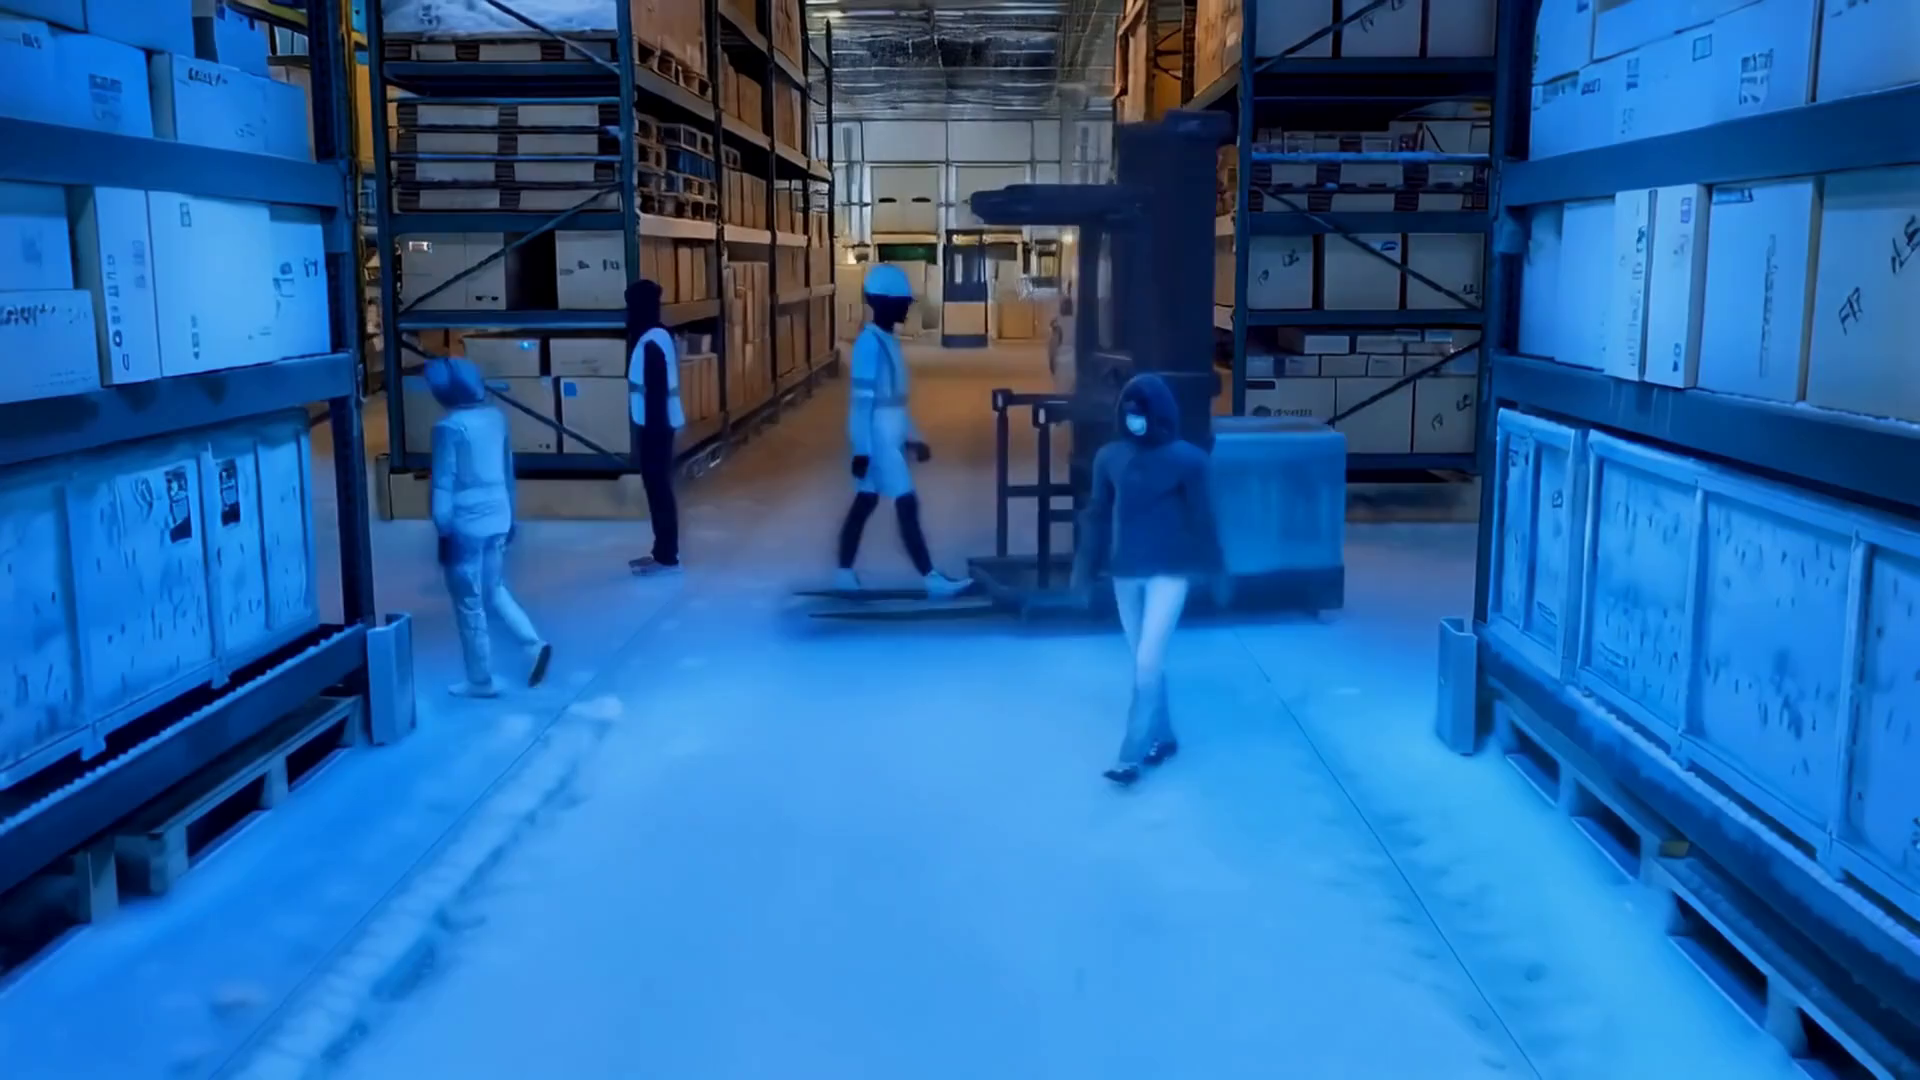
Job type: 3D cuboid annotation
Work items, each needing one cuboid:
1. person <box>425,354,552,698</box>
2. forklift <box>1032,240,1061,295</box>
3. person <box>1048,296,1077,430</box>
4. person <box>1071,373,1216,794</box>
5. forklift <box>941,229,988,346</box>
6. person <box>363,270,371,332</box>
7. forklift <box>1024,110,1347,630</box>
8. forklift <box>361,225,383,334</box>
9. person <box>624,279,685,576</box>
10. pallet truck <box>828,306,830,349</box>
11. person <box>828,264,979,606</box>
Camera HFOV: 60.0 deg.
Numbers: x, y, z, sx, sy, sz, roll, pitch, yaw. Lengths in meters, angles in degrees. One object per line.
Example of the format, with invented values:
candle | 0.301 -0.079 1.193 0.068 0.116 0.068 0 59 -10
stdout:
person | -2.177 -0.046 7.607 0.469 1.609 0.536 4 10 25
forklift | 3.172 -9.648 61.356 1.129 2.768 1.873 0 9 1
person | 1.313 -2.106 19.945 0.521 1.628 0.434 0 9 -2
person | 0.670 0.167 6.395 0.530 1.590 0.824 7 11 34
forklift | 0.124 -6.117 40.203 1.129 2.768 1.873 0 9 1
person | -12.524 -4.721 34.886 0.412 1.860 0.544 0 9 -3
forklift | 1.177 -0.989 9.487 1.873 2.768 1.129 -2 10 -12
forklift | -13.178 -5.332 35.499 1.129 2.768 1.873 0 9 1
person | -1.973 -0.721 10.781 0.376 1.916 0.601 -2 10 -13
pallet truck | -3.100 -3.940 29.800 1.885 1.965 0.823 3 10 19
person | -0.335 -0.591 9.713 0.999 1.996 0.626 2 10 9
